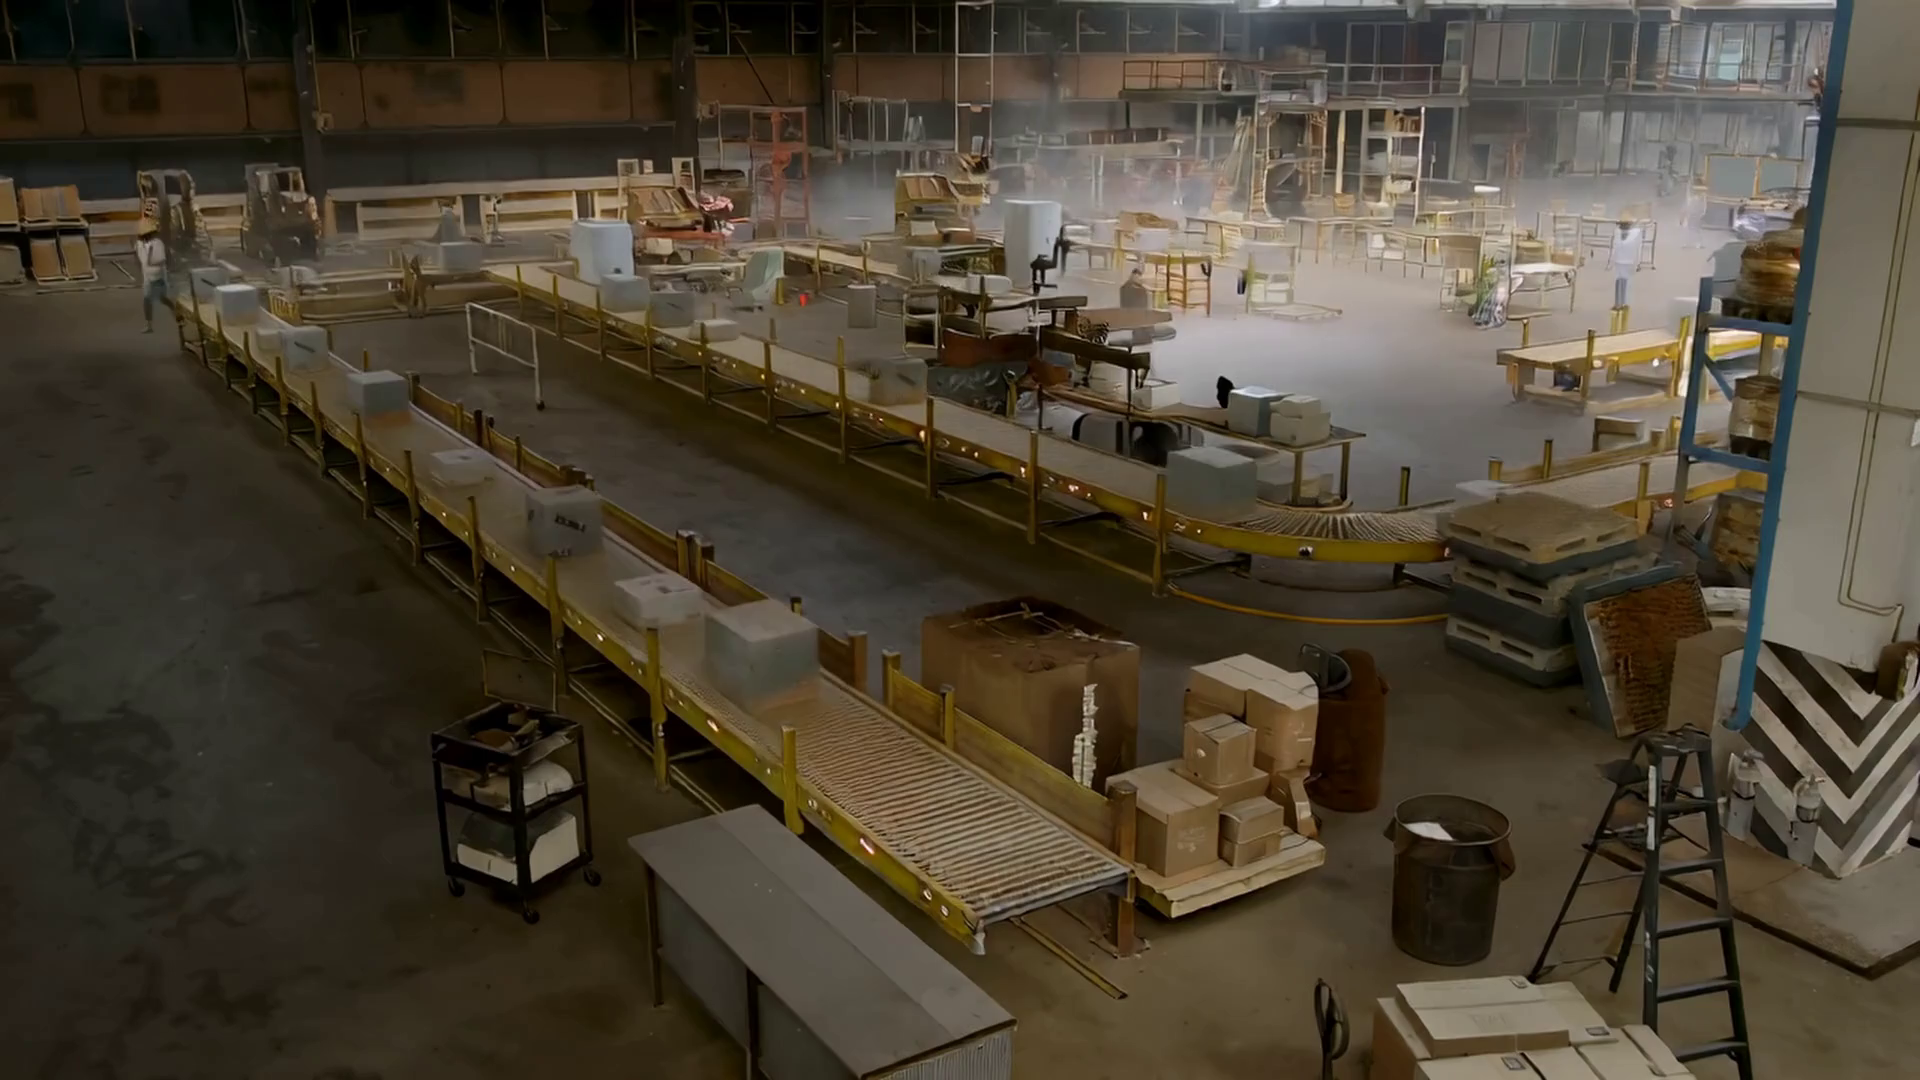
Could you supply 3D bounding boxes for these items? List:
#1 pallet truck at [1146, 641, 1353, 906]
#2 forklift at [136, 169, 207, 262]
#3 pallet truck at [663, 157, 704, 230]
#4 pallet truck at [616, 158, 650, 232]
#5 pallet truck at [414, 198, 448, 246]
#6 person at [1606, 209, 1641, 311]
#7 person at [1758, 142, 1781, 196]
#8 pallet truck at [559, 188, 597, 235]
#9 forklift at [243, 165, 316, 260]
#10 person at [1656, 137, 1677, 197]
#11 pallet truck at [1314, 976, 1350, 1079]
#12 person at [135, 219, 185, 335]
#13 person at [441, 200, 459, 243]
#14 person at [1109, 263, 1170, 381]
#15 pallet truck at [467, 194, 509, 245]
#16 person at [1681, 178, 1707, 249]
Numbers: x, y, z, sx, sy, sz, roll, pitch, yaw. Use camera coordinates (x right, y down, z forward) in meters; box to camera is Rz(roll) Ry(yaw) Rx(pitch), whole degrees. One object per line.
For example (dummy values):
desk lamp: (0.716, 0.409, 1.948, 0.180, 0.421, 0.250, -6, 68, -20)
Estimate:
pallet truck: (1.664, 1.407, 10.232, 1.630, 1.274, 0.653, -10, 20, -31)
forklift: (-17.842, -7.318, 37.559, 1.157, 1.987, 2.680, -10, 20, -31)
pallet truck: (-7.586, -9.308, 44.692, 0.823, 1.965, 1.885, -11, 20, -33)
pallet truck: (-8.918, -9.176, 44.255, 0.823, 1.965, 1.885, -9, 19, -27)
pallet truck: (-13.250, -8.060, 41.856, 0.680, 1.201, 1.601, -10, 20, -31)
person: (12.468, -5.254, 31.335, 0.564, 1.915, 0.511, 16, 23, 43)
person: (25.802, -11.747, 53.048, 0.606, 1.853, 0.802, 14, 22, 39)
pallet truck: (-10.010, -8.652, 43.699, 0.653, 1.274, 1.630, -10, 20, -31)
forklift: (-15.898, -7.669, 38.708, 1.157, 1.987, 2.680, -11, 20, -33)
person: (23.135, -12.183, 54.395, 0.587, 1.920, 0.390, -9, 19, -29)
pallet truck: (2.299, 2.390, 7.086, 1.601, 1.201, 0.680, -2, 17, -7)
person: (-14.050, -4.620, 29.097, 0.616, 2.011, 0.842, 4, 17, 14)
person: (-10.819, -6.348, 35.318, 0.536, 1.725, 0.900, 9, 19, 28)
person: (2.586, -3.105, 24.296, 0.988, 1.854, 0.669, 9, 19, 28)
pallet truck: (-11.983, -8.177, 42.137, 0.704, 1.261, 1.522, -11, 20, -33)
person: (18.066, -8.036, 40.940, 0.374, 1.725, 0.600, -10, 19, -30)
